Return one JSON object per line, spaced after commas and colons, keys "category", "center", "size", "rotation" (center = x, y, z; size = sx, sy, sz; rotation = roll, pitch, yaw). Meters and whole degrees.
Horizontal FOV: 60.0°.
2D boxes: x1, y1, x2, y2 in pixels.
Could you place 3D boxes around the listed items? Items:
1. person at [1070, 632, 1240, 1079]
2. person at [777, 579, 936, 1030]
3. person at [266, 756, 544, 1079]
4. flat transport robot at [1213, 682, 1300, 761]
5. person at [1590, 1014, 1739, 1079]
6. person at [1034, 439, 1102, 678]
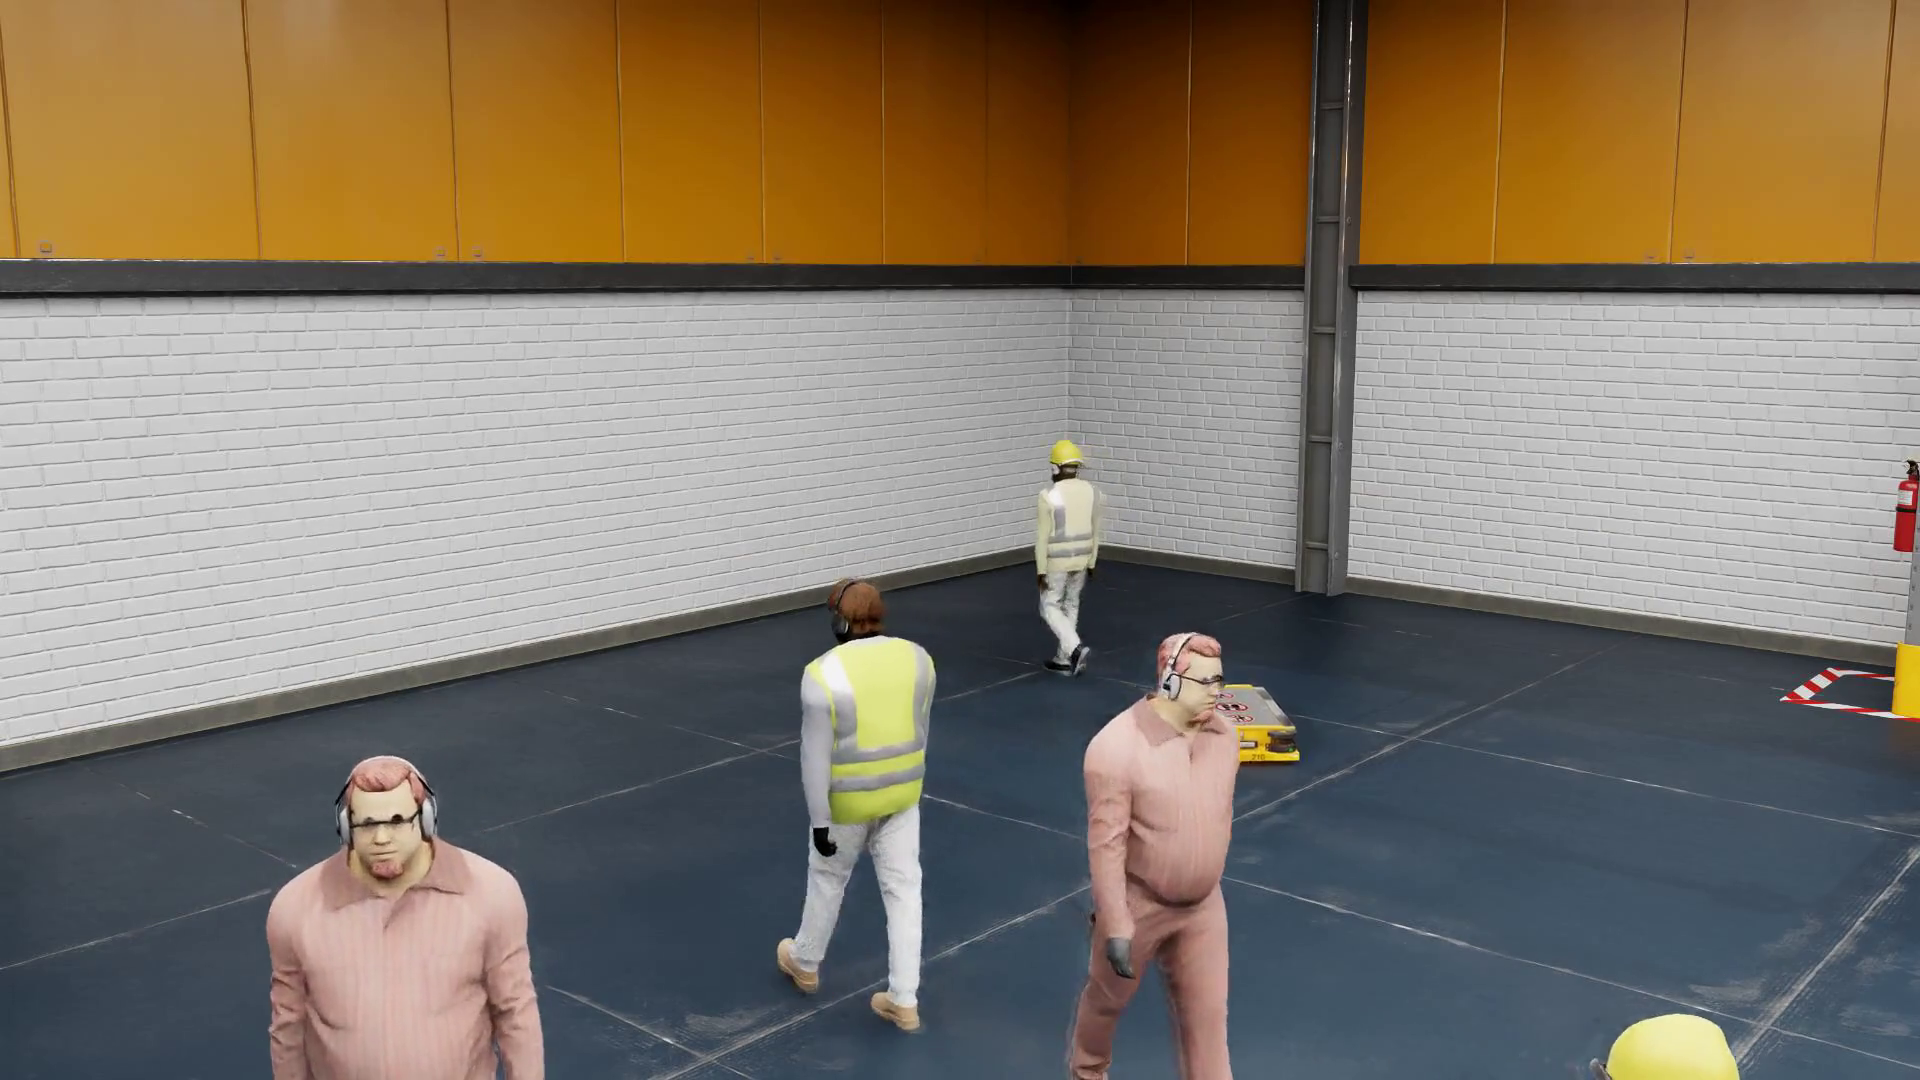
{"category": "person", "center": [0.690, 1.230, 5.641], "size": [0.674, 1.854, 0.975], "rotation": [-5, 10, -27]}
{"category": "person", "center": [-0.429, 1.046, 6.882], "size": [0.641, 1.802, 0.893], "rotation": [-5, 10, -30]}
{"category": "person", "center": [-1.399, 1.444, 4.244], "size": [0.659, 1.860, 0.980], "rotation": [-3, 9, -17]}
{"category": "flat transport robot", "center": [1.755, 1.168, 10.922], "size": [0.652, 0.197, 1.431], "rotation": [0, 9, -1]}
{"category": "person", "center": [1.260, 1.700, 3.056], "size": [0.931, 1.713, 0.547], "rotation": [1, 9, 4]}
{"category": "person", "center": [0.820, 0.159, 12.431], "size": [0.598, 1.815, 0.630], "rotation": [-6, 11, -32]}
